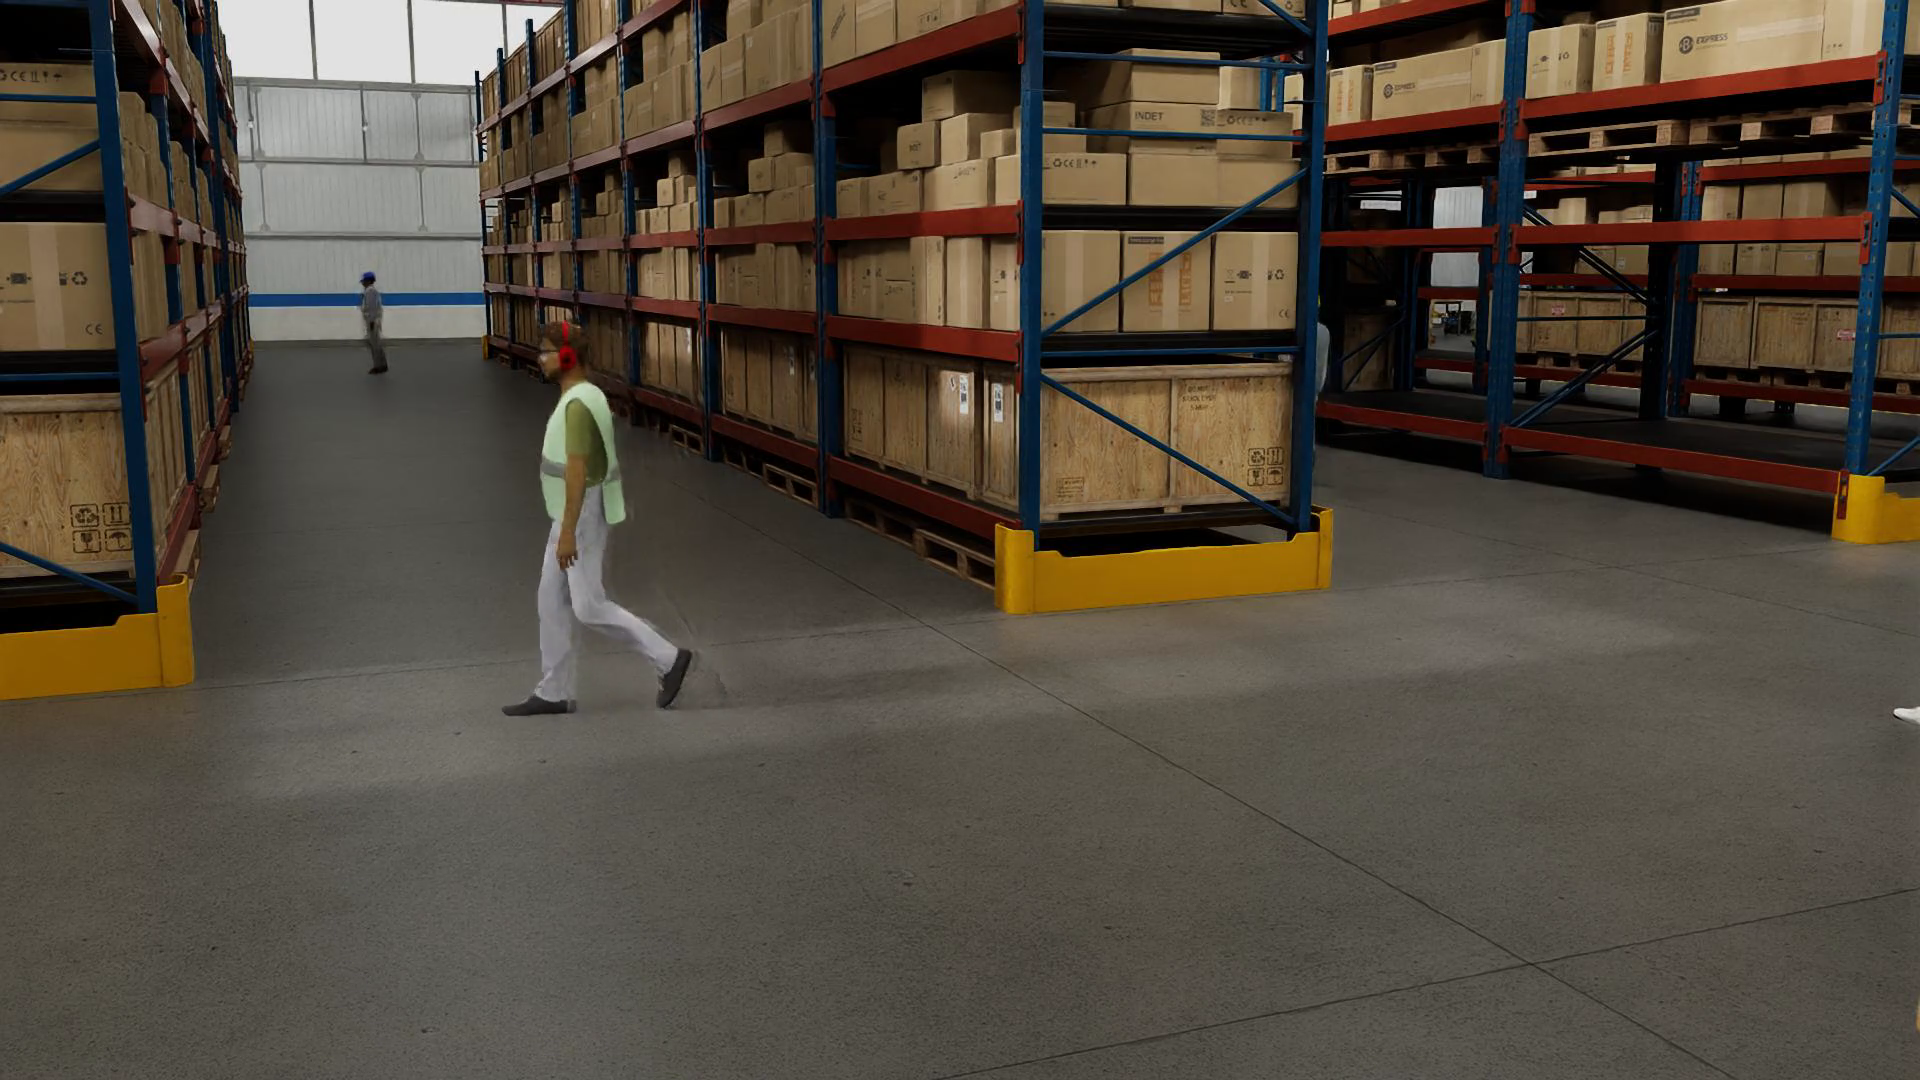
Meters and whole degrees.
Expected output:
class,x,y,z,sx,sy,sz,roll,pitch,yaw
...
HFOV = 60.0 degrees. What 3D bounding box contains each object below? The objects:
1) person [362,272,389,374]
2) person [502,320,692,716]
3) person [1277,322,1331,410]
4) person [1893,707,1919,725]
class,x,y,z,sx,sy,sz,roll,pitch,yaw
person,-10.955,-4.050,31.094,0.387,1.895,0.697,-2,10,-13
person,-1.674,-0.085,7.559,0.786,1.819,0.583,-3,10,-18
person,3.247,-1.480,15.893,0.601,1.815,0.429,-3,10,-20
person,4.502,-0.093,7.368,0.642,1.900,0.401,-3,10,-18
